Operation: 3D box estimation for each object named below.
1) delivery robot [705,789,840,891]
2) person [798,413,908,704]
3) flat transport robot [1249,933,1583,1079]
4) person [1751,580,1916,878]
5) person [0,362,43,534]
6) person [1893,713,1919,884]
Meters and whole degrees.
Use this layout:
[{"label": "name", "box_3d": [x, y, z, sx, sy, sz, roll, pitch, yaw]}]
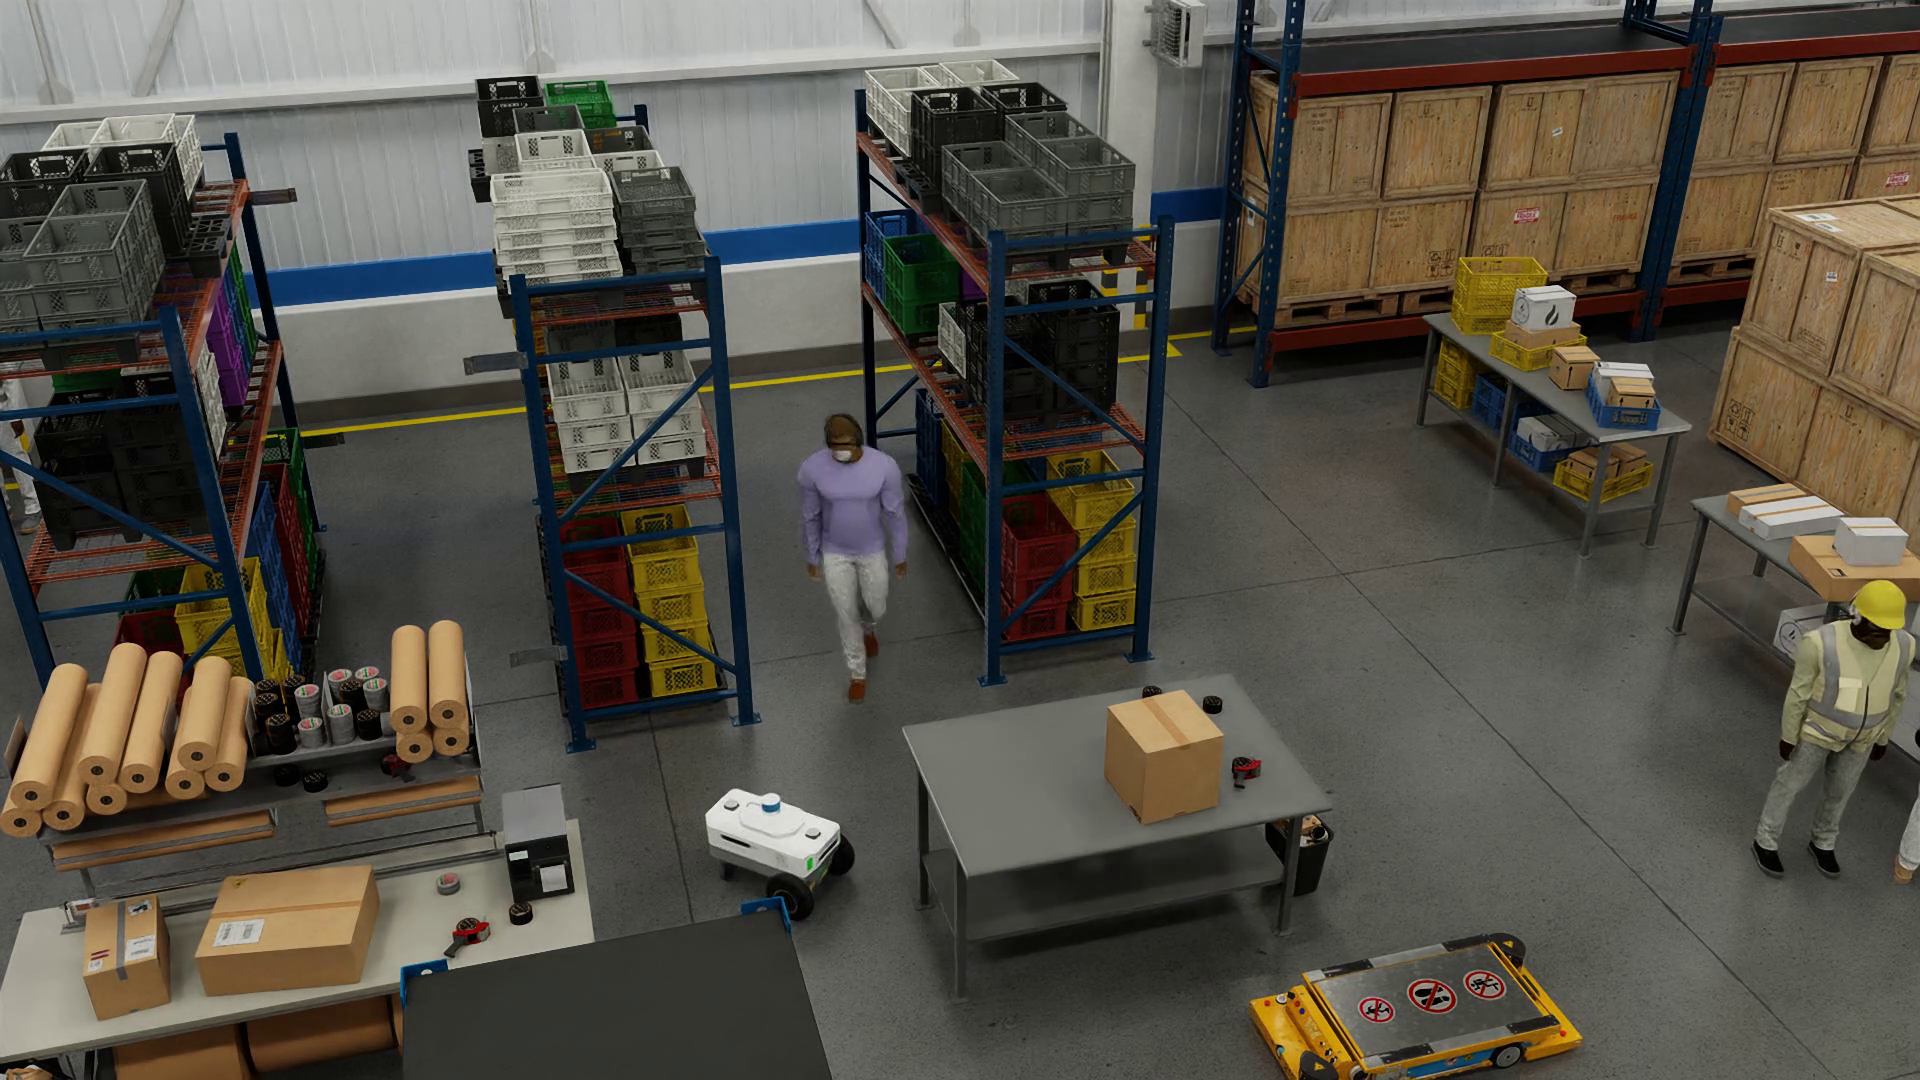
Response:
[{"label": "delivery robot", "box_3d": [-1.002, 1.575, 8.881, 0.707, 0.478, 0.477, 14, 32, 24]}, {"label": "person", "box_3d": [-0.653, 0.050, 10.359, 0.661, 1.909, 0.671, -1, 29, -2]}, {"label": "flat transport robot", "box_3d": [2.184, 2.282, 7.980, 1.431, 0.197, 0.652, -8, 30, -14]}, {"label": "person", "box_3d": [4.604, 0.995, 8.728, 0.591, 1.822, 0.403, 1, 29, 1]}, {"label": "person", "box_3d": [-7.138, -0.931, 12.165, 0.574, 1.884, 0.356, 2, 29, 4]}, {"label": "person", "box_3d": [5.280, 1.052, 8.600, 0.621, 1.845, 0.429, 24, 37, 37]}]
